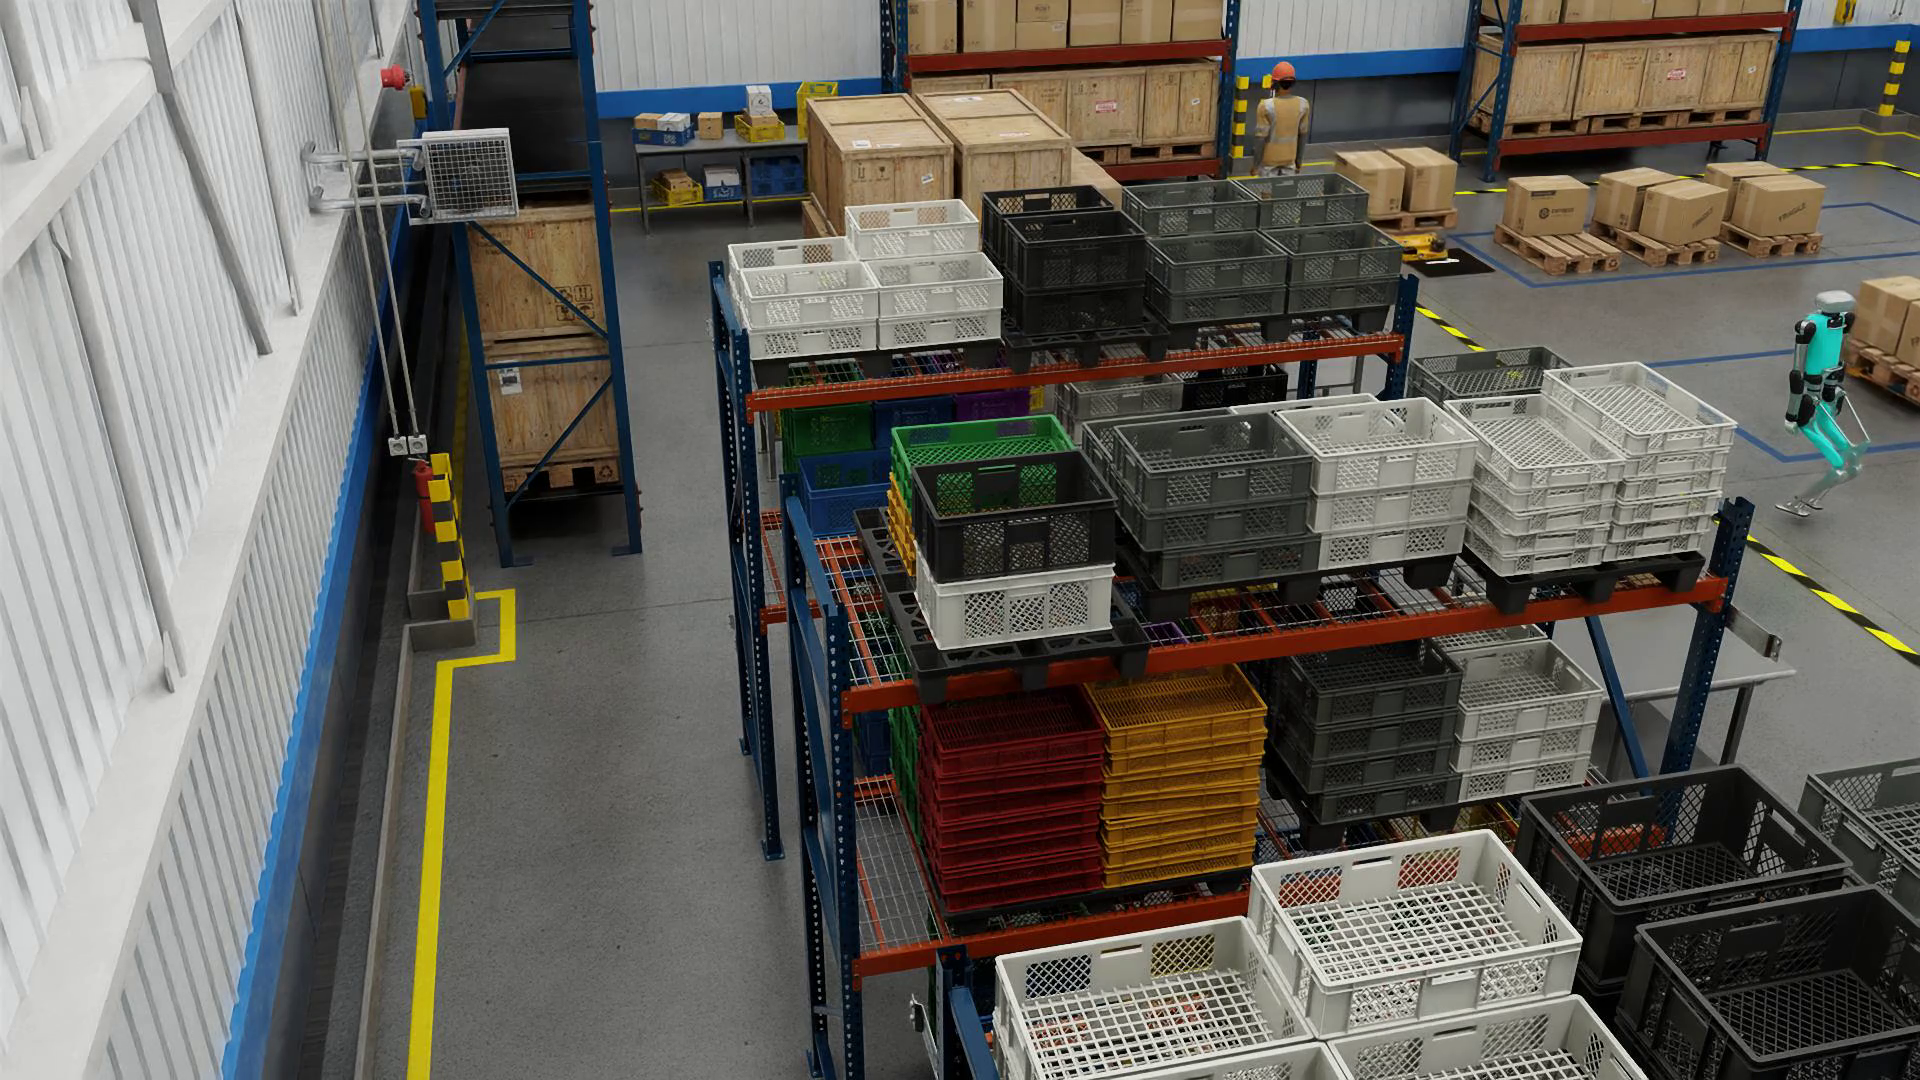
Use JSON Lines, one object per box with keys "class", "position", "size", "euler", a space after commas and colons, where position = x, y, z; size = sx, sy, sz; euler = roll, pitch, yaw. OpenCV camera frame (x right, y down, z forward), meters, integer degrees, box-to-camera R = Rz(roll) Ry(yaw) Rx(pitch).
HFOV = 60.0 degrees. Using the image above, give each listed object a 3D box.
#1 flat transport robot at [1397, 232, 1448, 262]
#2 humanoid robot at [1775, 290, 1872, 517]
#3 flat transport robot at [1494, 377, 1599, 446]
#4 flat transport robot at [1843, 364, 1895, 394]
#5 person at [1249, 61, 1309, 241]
{"class": "flat transport robot", "position": [4.797, -3.416, 18.498], "size": [0.652, 0.197, 1.431], "euler": [-6, 28, -12]}
{"class": "humanoid robot", "position": [6.374, -0.938, 12.107], "size": [0.533, 1.676, 0.735], "euler": [-14, 31, -25]}
{"class": "flat transport robot", "position": [4.780, -1.036, 14.013], "size": [0.659, 0.231, 1.431], "euler": [-6, 28, -12]}
{"class": "flat transport robot", "position": [8.532, -1.353, 14.583], "size": [0.652, 0.197, 1.431], "euler": [-6, 28, -12]}
{"class": "person", "position": [3.421, -4.129, 17.982], "size": [0.614, 2.039, 0.386], "euler": [-8, 29, -15]}
